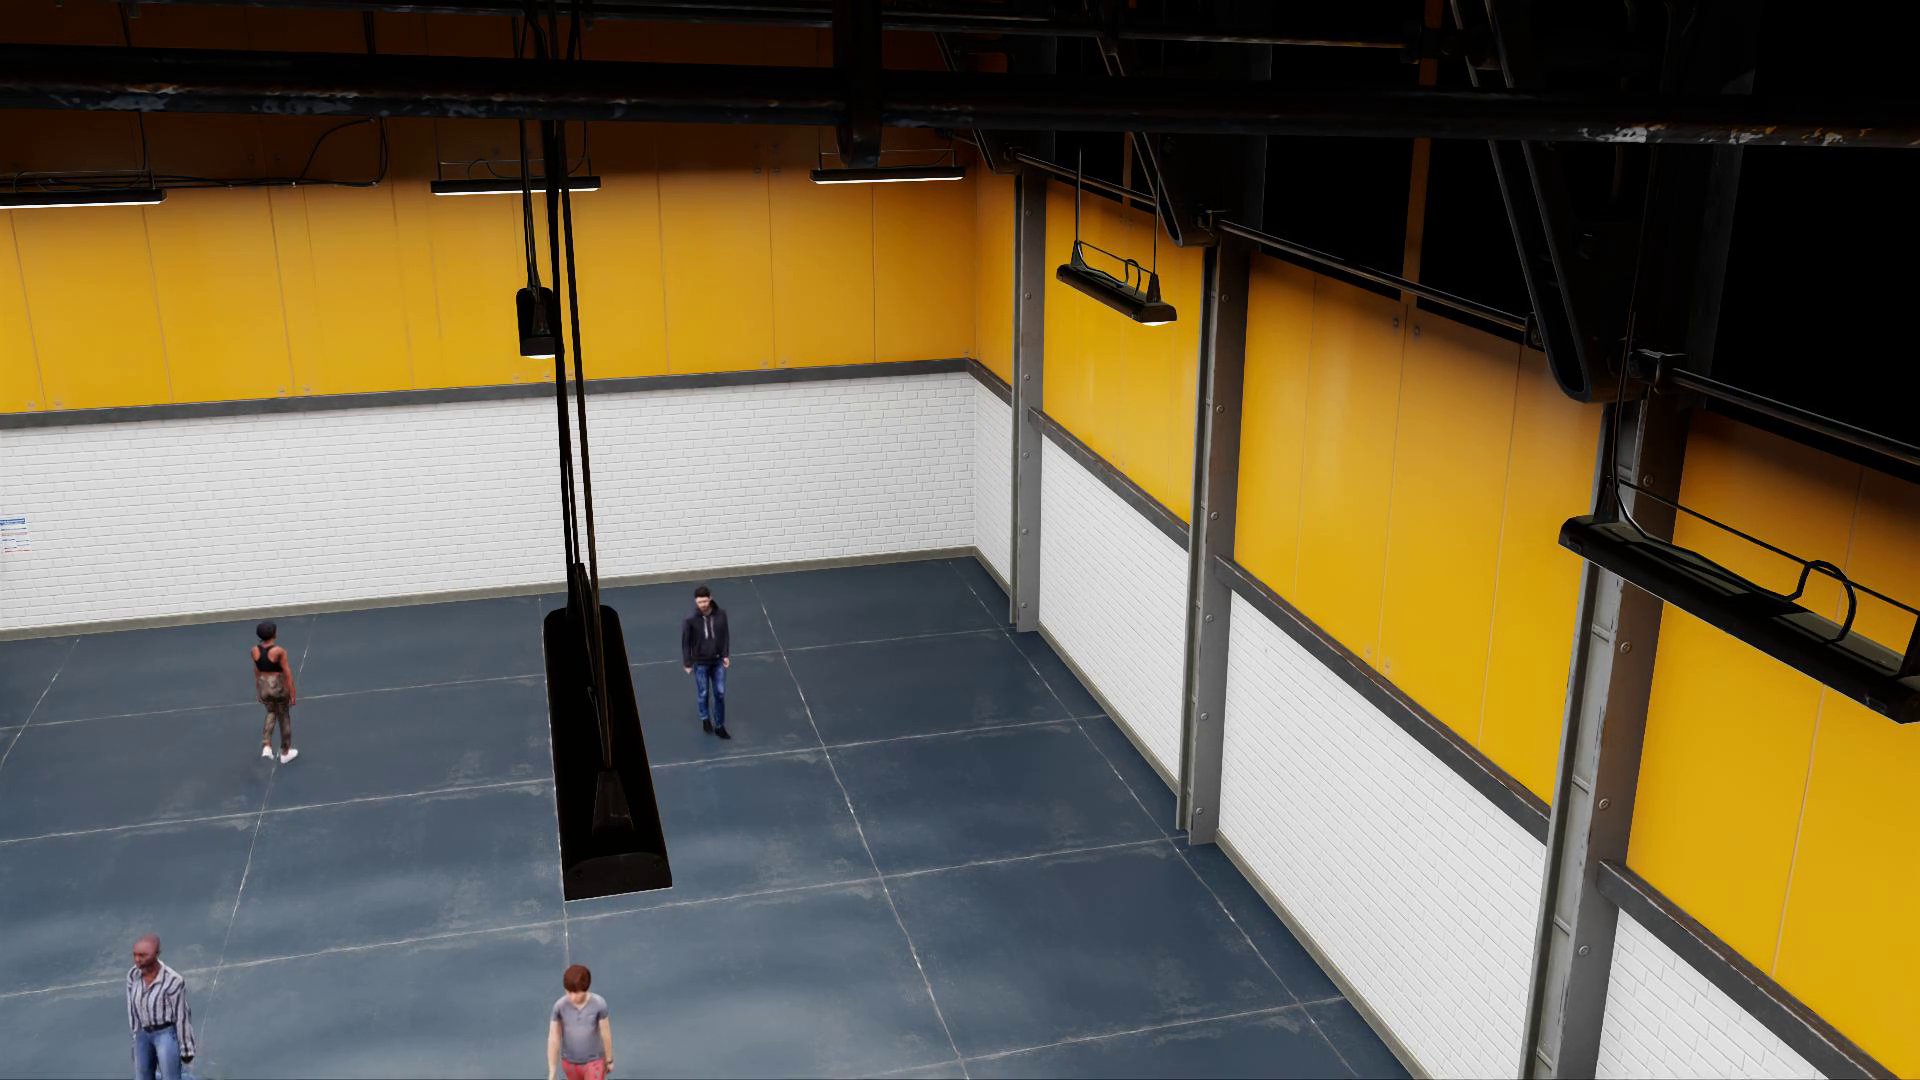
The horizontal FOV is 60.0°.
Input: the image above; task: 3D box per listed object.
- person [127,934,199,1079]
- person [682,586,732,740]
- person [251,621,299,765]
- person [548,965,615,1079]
[{"bbox_3d":[-5.845,3.663,12.294,0.831,1.782,0.921,5,19,13],"label":"person"},{"bbox_3d":[-2.904,1.342,19.080,0.754,1.849,0.912,-8,20,-22],"label":"person"},{"bbox_3d":[-7.571,1.708,18.244,0.737,1.689,0.842,2,19,7],"label":"person"},{"bbox_3d":[-2.743,3.791,12.188,0.828,1.607,1.215,1,19,2],"label":"person"}]
